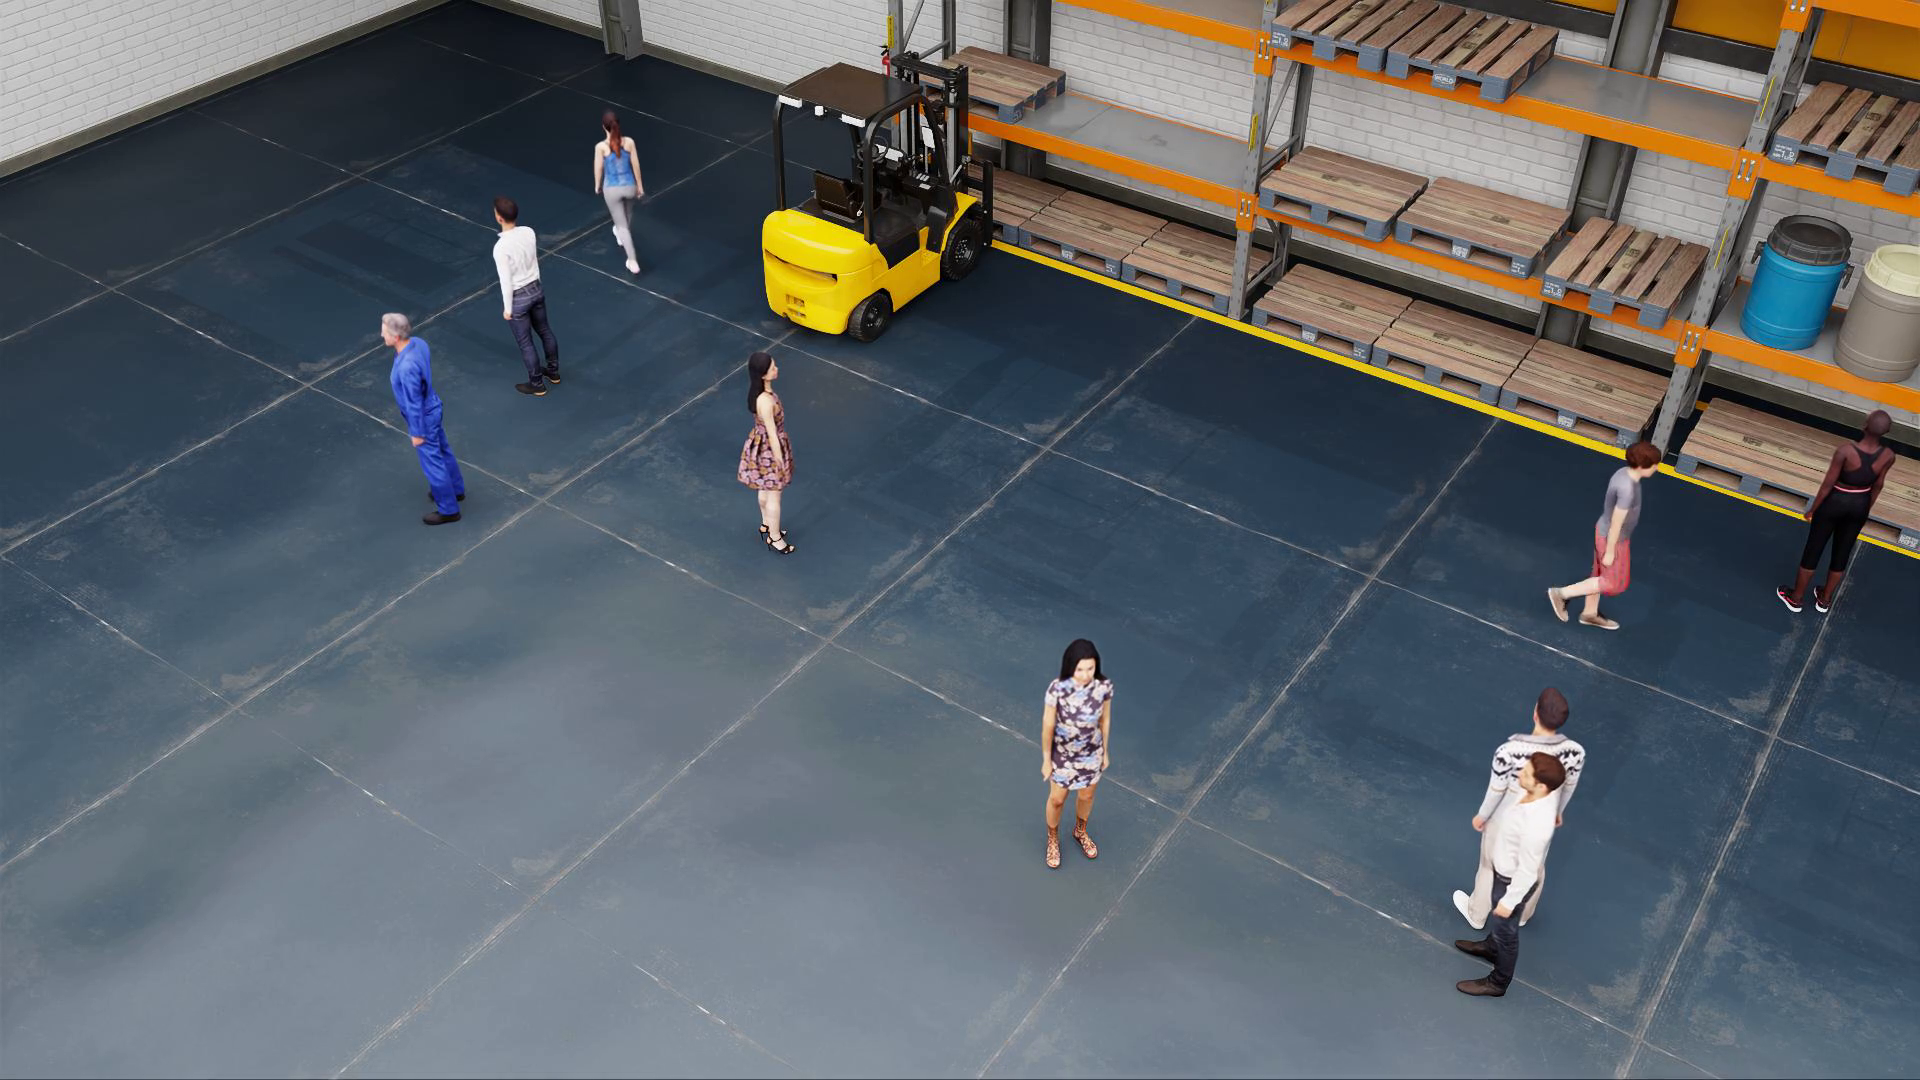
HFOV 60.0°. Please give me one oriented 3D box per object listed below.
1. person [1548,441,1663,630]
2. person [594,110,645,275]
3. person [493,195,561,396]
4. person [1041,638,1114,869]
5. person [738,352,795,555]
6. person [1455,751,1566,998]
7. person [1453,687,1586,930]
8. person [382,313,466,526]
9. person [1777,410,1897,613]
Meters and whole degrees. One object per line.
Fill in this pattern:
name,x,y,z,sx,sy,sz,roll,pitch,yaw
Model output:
person,4.620,-0.029,11.983,0.822,1.643,0.675,17,42,20
person,-3.291,-3.360,16.218,0.873,1.564,1.140,-20,43,-23
person,-3.776,-2.115,14.417,0.586,1.867,0.617,21,43,25
person,0.714,1.304,10.243,0.673,1.733,0.715,-10,40,-12
person,-1.444,-0.666,12.677,0.862,1.774,0.788,-12,40,-15
person,3.140,1.886,9.404,0.662,1.870,0.717,10,40,13
person,3.306,1.609,9.758,0.733,1.862,0.829,-1,39,-1
person,-4.185,-0.968,13.013,0.824,1.825,0.777,-5,39,-6
person,6.426,-0.206,12.113,0.617,1.757,0.721,4,39,5
